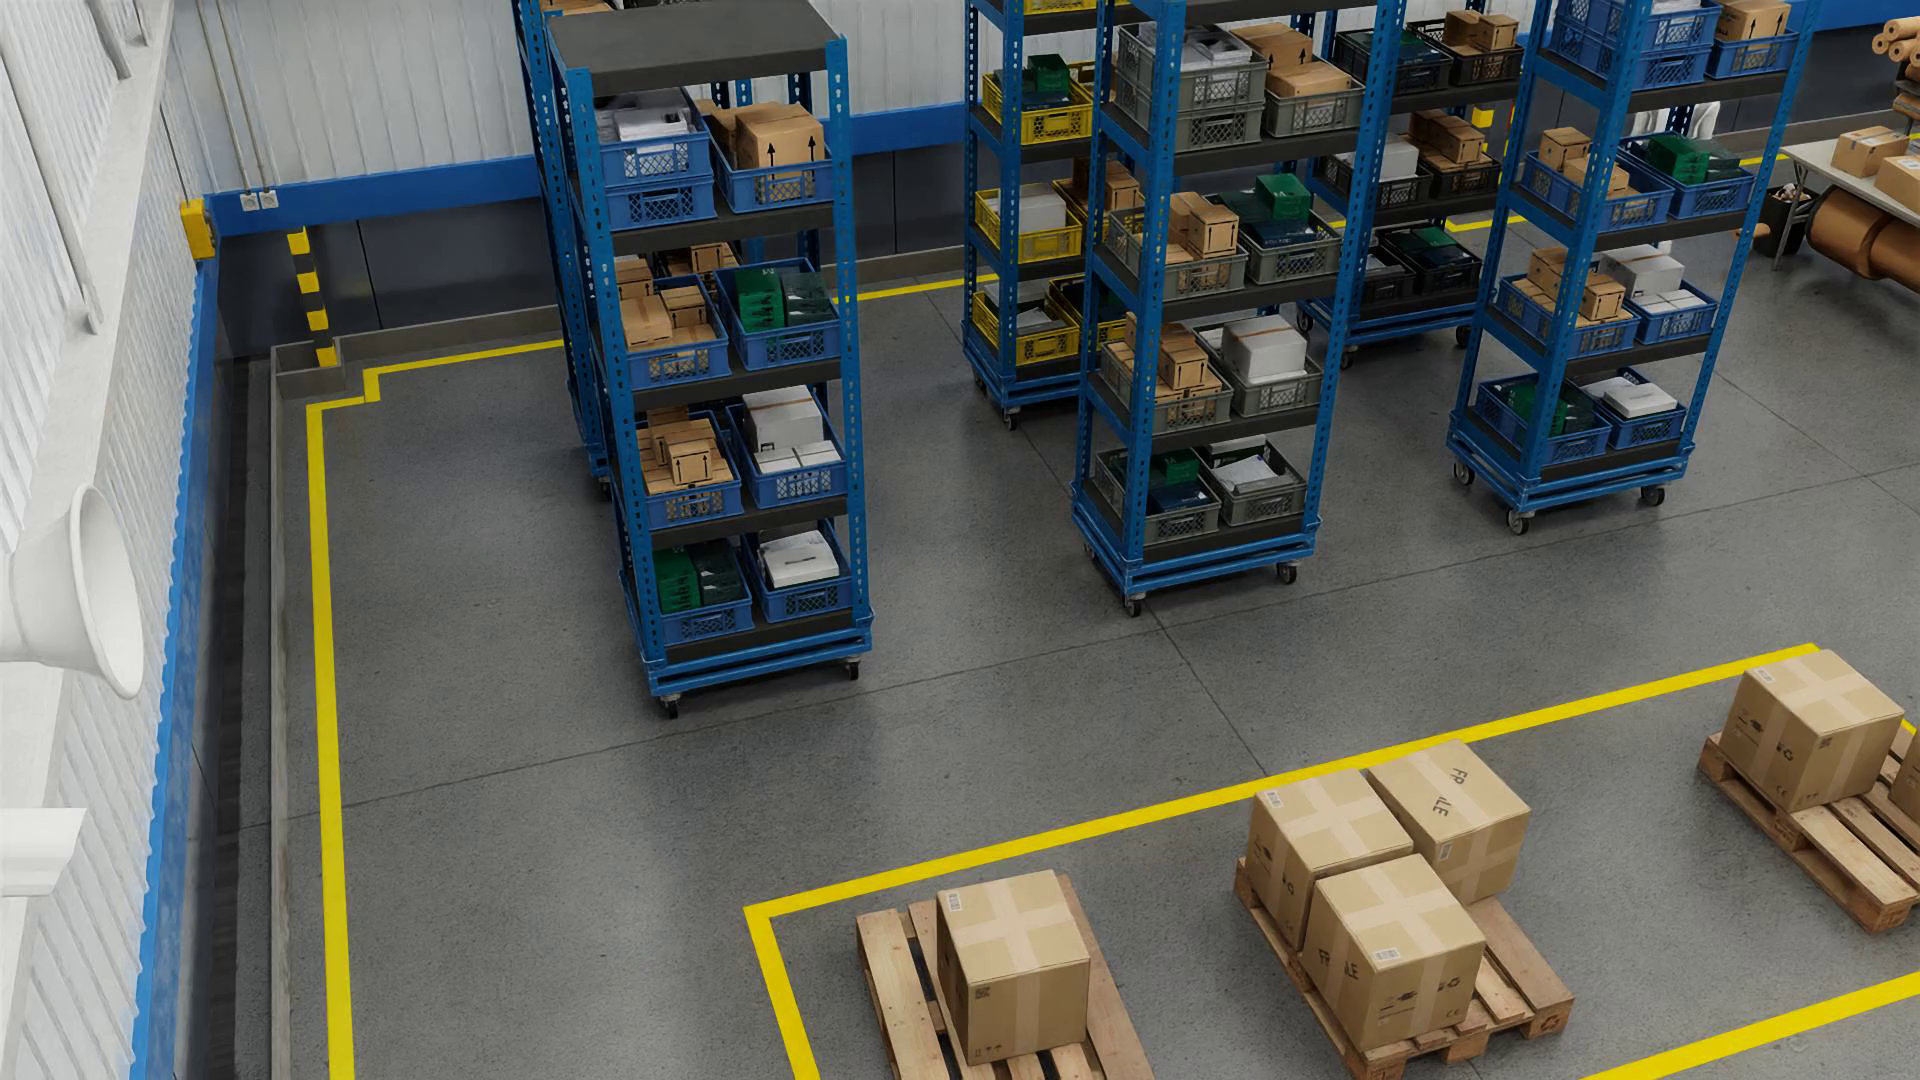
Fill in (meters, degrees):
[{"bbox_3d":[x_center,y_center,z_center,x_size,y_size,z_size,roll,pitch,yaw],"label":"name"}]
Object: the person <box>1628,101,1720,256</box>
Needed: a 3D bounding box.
[{"bbox_3d":[5.385,-2.860,12.718,0.572,1.876,0.351,17,39,23],"label":"person"}]
